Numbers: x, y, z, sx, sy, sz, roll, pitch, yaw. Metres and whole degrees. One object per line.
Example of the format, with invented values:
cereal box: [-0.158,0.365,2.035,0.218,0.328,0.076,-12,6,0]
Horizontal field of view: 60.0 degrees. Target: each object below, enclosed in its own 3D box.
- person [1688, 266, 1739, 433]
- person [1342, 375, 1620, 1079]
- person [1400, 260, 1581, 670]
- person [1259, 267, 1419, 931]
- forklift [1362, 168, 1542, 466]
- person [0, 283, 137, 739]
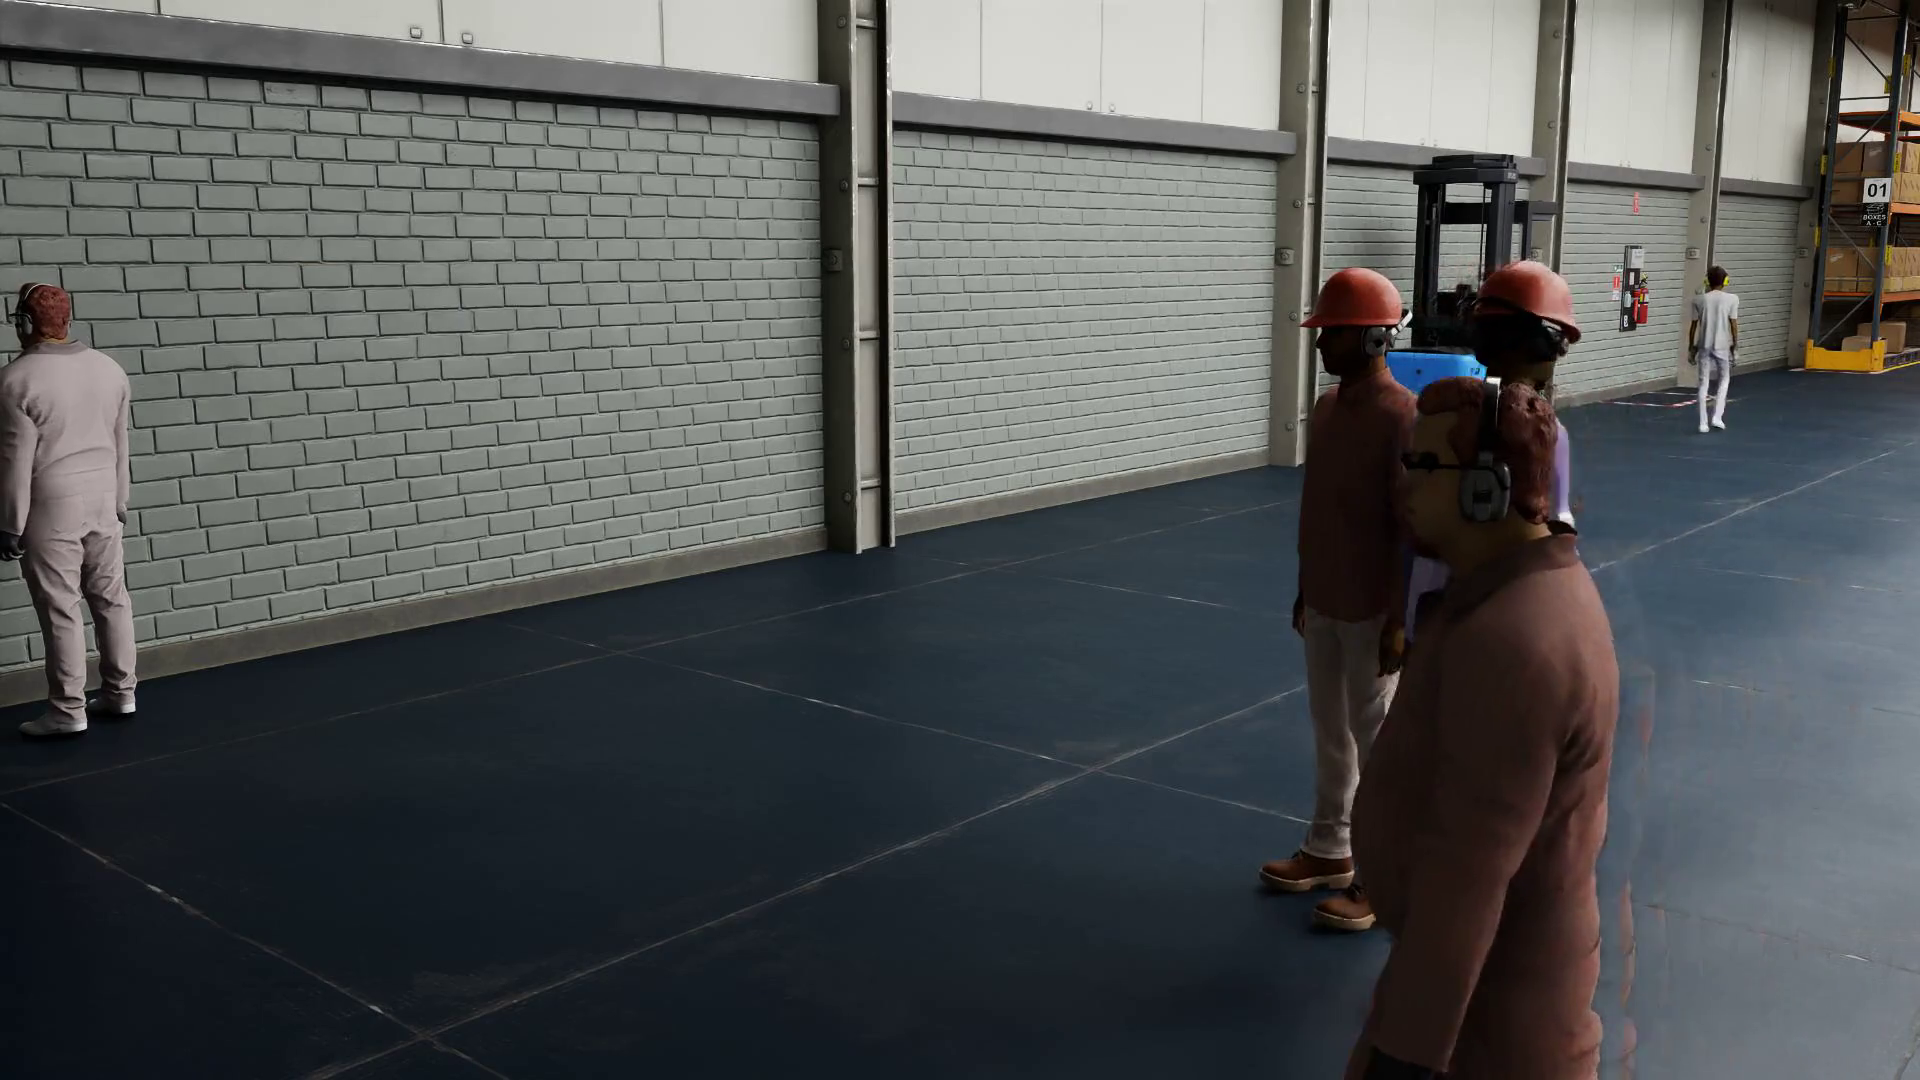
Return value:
person: [8.482,-2.139,18.686,0.569,1.843,0.649,7,12,35]
person: [0.878,0.667,2.685,0.986,1.866,0.676,3,10,18]
person: [1.433,0.277,4.449,0.512,2.015,0.658,-1,10,-8]
person: [1.199,0.174,5.099,0.381,1.993,0.622,-3,10,-17]
forklift: [4.875,-2.212,16.287,1.129,2.768,1.873,8,13,40]
person: [-3.816,-0.125,7.052,0.407,1.910,0.639,3,11,19]
